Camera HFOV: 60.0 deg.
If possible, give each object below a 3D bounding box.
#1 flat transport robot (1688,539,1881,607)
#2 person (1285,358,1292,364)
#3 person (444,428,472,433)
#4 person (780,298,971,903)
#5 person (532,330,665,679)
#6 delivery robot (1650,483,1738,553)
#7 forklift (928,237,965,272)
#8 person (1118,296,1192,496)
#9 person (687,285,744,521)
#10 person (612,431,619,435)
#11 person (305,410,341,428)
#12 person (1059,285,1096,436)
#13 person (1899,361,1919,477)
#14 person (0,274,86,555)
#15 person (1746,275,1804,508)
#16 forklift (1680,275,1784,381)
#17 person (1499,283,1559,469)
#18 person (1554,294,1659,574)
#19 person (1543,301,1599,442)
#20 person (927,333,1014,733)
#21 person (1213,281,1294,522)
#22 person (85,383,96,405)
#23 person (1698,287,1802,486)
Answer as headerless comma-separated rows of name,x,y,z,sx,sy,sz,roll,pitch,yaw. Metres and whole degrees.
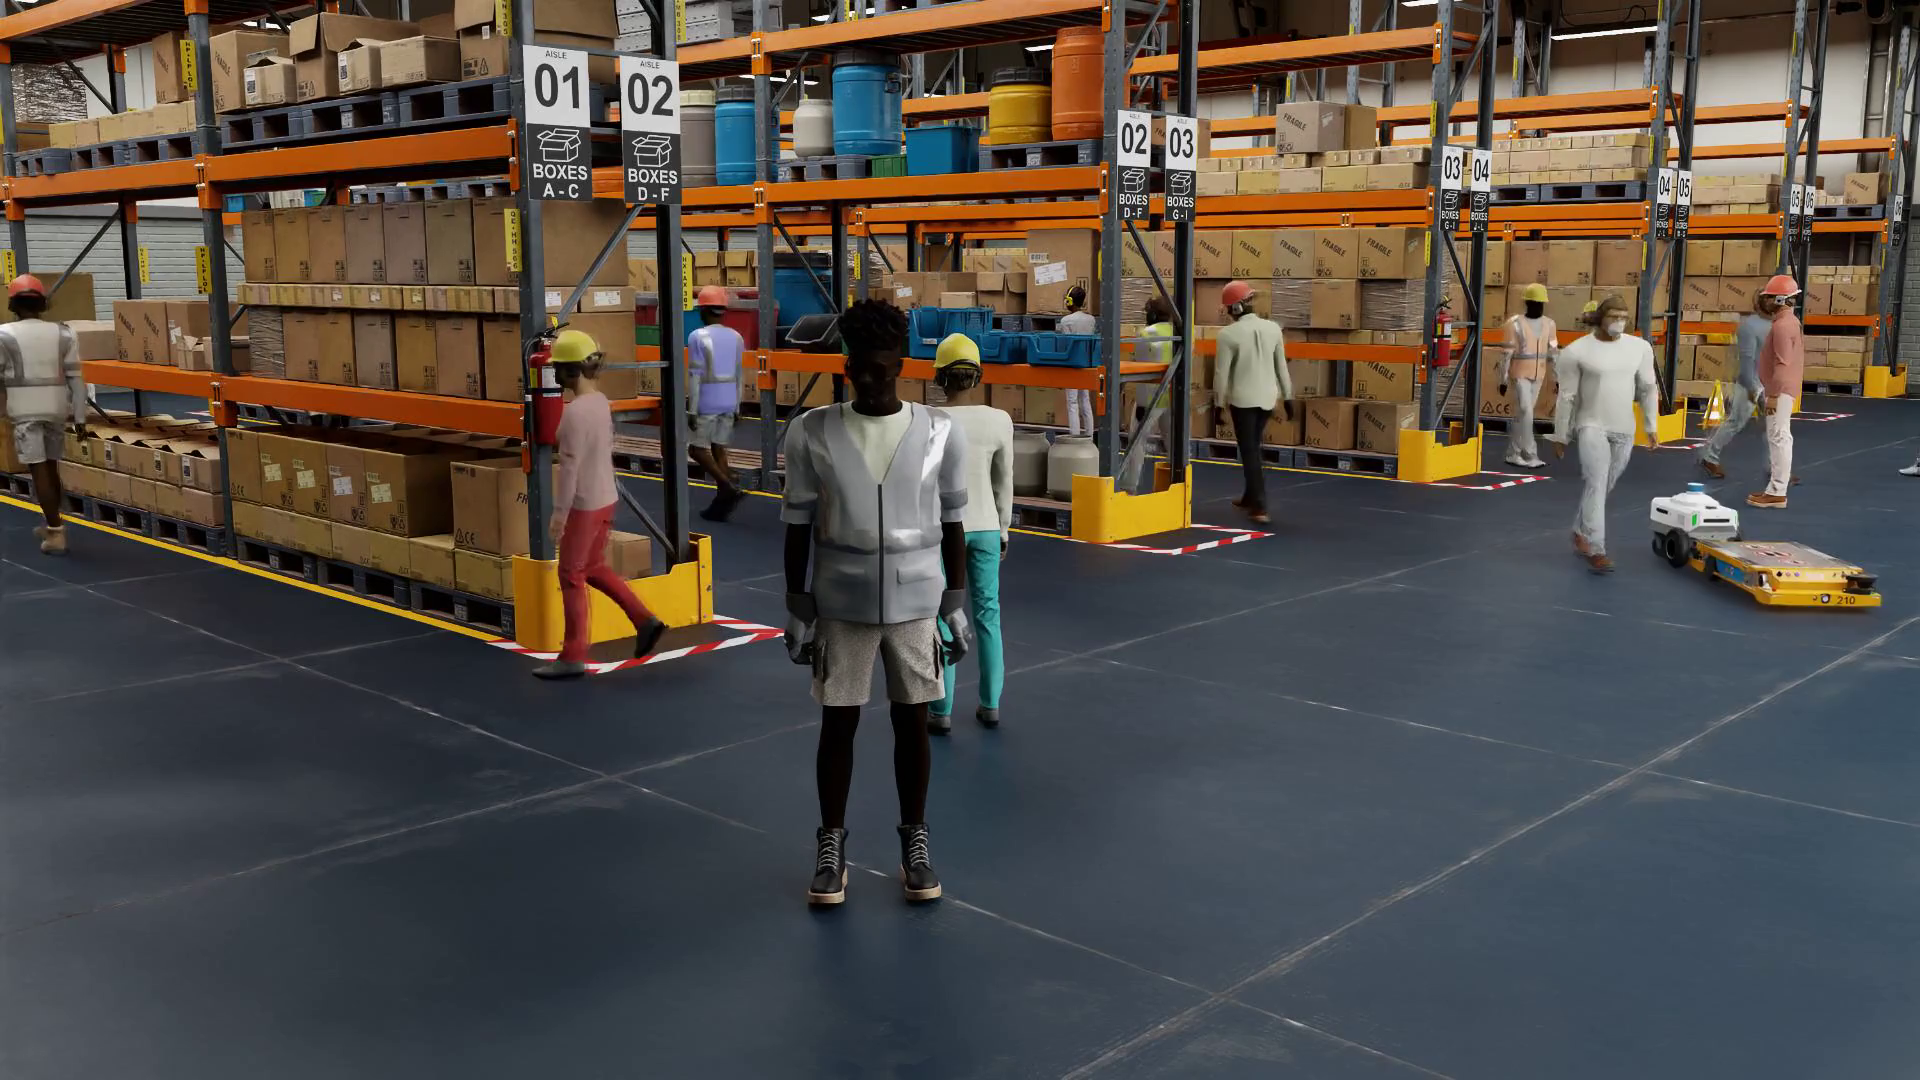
flat transport robot,5.278,0.196,10.719,0.652,0.197,1.431,1,9,5
person,4.163,-2.491,22.254,0.953,1.833,0.602,9,13,43
person,-4.063,-1.013,13.988,0.867,1.585,0.506,7,11,35
person,-0.267,0.208,5.364,0.613,1.954,0.381,-1,9,-7
person,-1.854,-0.174,8.340,0.584,1.754,0.550,1,9,4
delivery robot,5.175,-0.159,11.746,0.477,0.478,0.707,0,9,-1
forklift,-0.326,-5.817,39.609,1.129,2.768,1.873,9,13,43
person,1.665,-1.216,14.541,0.666,1.807,0.853,-6,11,-35
person,-1.964,-1.099,13.488,0.499,1.918,0.560,8,12,40
person,-4.409,-2.170,20.154,0.986,1.898,0.603,9,13,42
person,-6.495,-1.532,16.874,0.532,1.679,0.483,-7,12,-39
person,1.258,-1.827,18.107,0.514,1.871,0.327,-8,12,-41
person,9.636,-1.521,16.204,0.650,1.883,0.822,-5,10,-28
person,-6.773,-0.916,12.124,0.902,2.003,0.610,8,12,39
person,7.072,-1.286,14.404,0.391,1.995,0.613,6,11,32
forklift,12.480,-3.427,27.053,1.214,2.155,2.313,9,13,43
person,5.905,-1.669,17.049,0.611,1.888,0.889,-3,10,-20
person,4.471,-0.766,11.565,0.628,1.885,1.042,-1,9,-4
person,7.299,-1.912,19.197,0.959,1.674,0.521,4,10,22
person,-0.011,-0.029,7.401,0.528,1.768,0.313,-4,10,-24
person,2.346,-1.145,13.700,0.683,1.940,0.786,-4,10,-23
person,-13.337,-2.875,25.253,0.266,1.631,0.507,-5,10,-27
person,7.662,-1.502,16.074,0.636,1.899,1.005,-5,10,-27
